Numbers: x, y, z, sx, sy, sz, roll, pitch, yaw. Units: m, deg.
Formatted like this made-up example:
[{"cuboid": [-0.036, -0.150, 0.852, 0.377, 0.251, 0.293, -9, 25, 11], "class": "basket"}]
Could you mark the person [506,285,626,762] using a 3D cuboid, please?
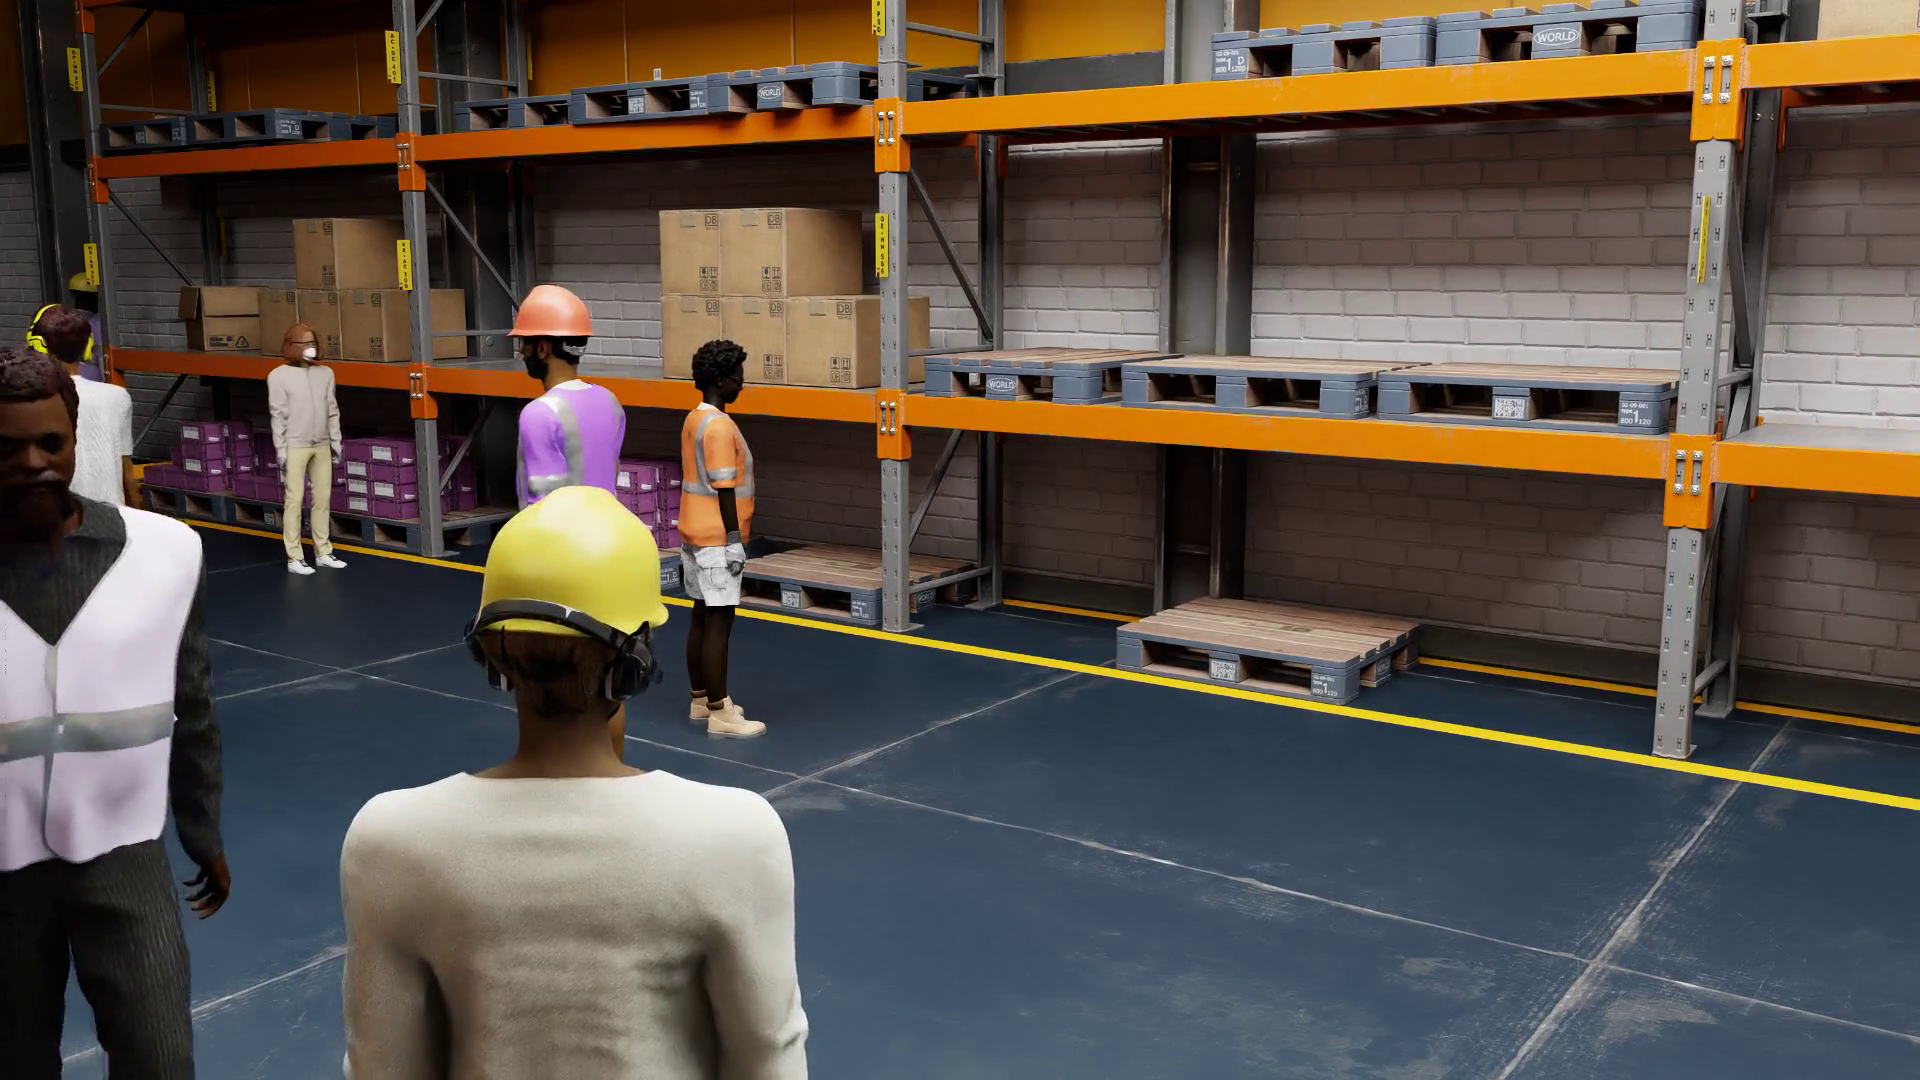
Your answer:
[{"cuboid": [-1.365, 0.101, 5.744, 0.359, 1.939, 0.542, 2, 10, 14], "class": "person"}]

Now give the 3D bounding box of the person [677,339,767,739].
[{"cuboid": [-1.033, -0.005, 7.103, 0.320, 1.694, 0.532, -4, 10, -23], "class": "person"}]

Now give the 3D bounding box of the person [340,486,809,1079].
[{"cuboid": [-0.443, 0.816, 1.998, 0.533, 1.767, 0.326, 0, 10, -2], "class": "person"}]

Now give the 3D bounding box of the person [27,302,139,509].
[{"cuboid": [-3.371, 0.029, 6.380, 0.310, 1.868, 0.533, 4, 10, 23], "class": "person"}]

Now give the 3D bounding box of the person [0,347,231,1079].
[{"cuboid": [-1.599, 0.602, 2.969, 0.621, 1.864, 0.997, -7, 12, -35], "class": "person"}]

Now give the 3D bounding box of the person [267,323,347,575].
[{"cuboid": [-4.239, -0.591, 10.798, 0.278, 1.625, 0.501, 6, 11, 32], "class": "person"}]

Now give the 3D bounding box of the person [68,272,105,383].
[{"cuboid": [-7.471, -1.325, 14.273, 0.593, 1.922, 0.382, 4, 10, 23], "class": "person"}]
